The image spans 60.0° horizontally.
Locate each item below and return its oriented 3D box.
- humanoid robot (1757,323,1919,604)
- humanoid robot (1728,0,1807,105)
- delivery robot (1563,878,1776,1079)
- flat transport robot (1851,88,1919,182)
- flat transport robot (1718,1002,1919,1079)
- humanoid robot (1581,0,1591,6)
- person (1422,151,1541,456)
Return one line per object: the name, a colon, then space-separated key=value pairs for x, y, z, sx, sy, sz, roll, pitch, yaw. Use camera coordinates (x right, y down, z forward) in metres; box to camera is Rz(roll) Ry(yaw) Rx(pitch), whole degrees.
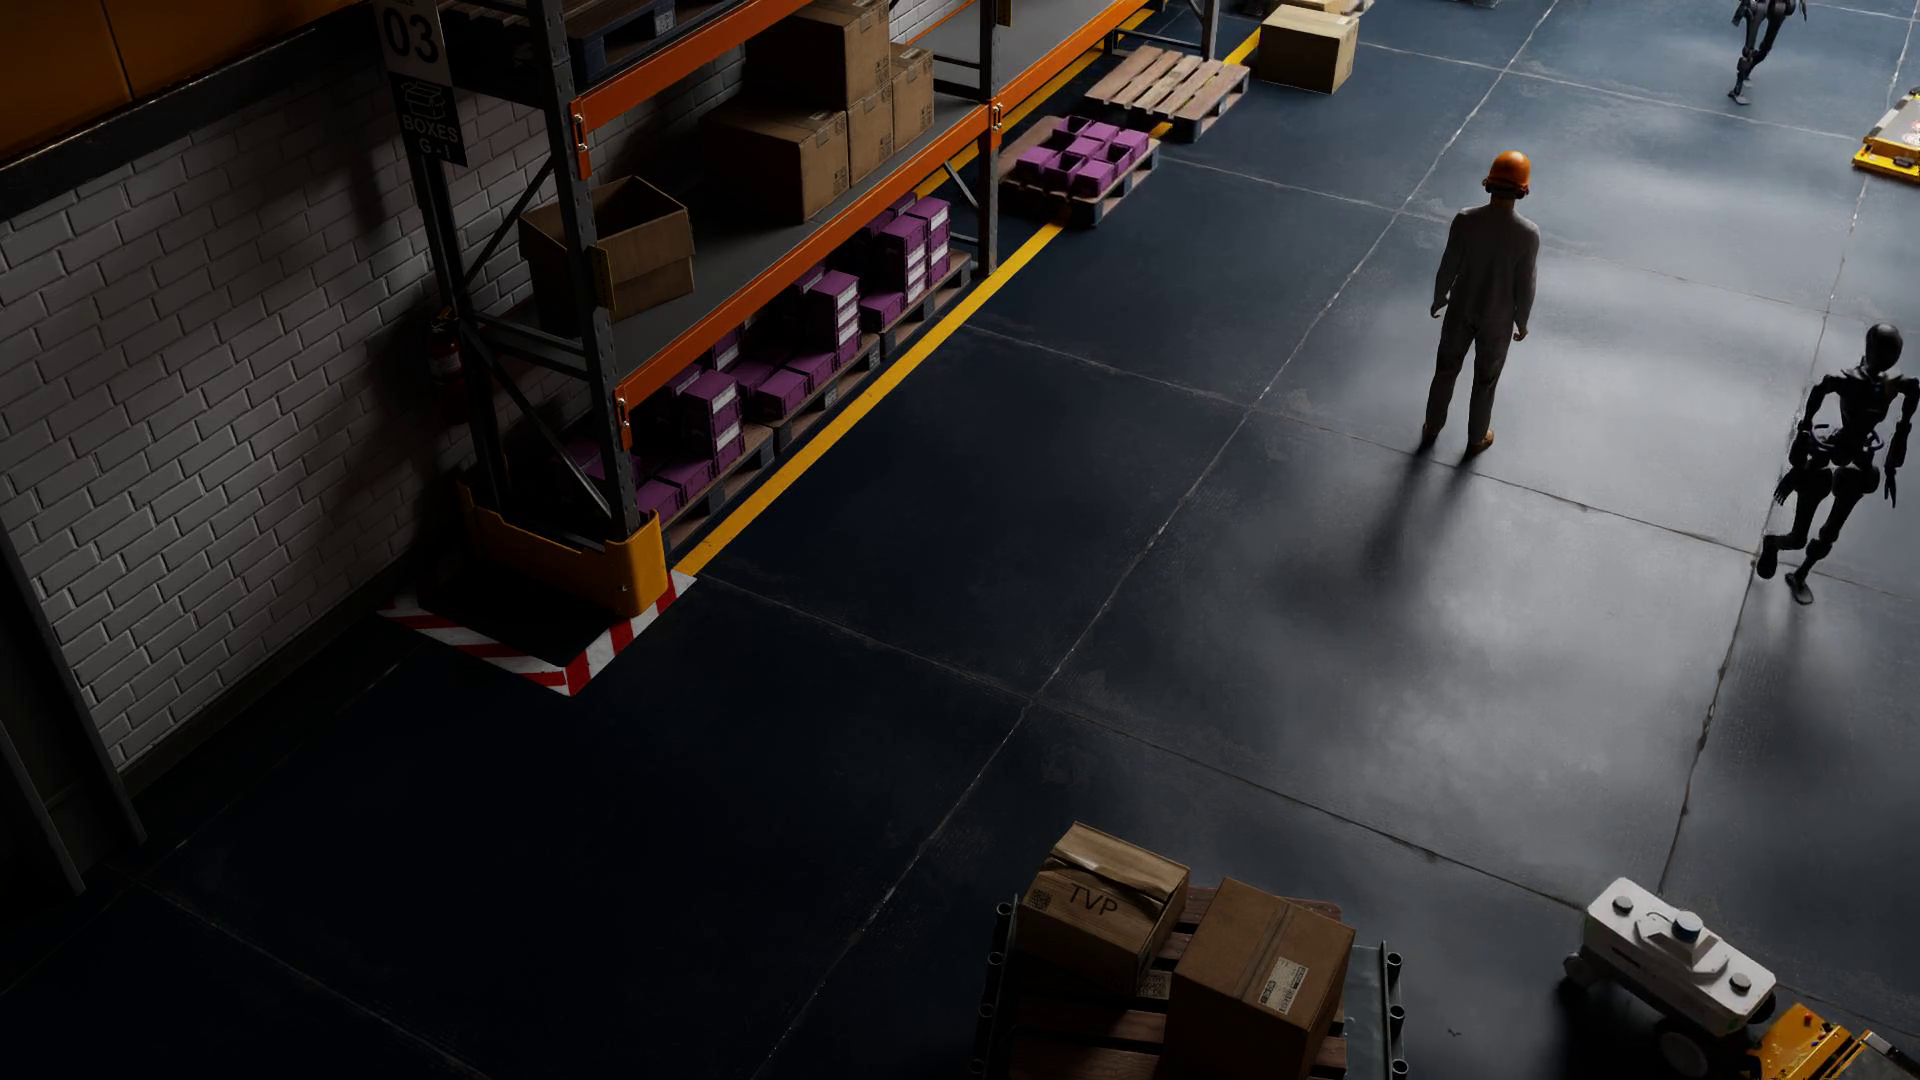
humanoid robot: x=4.546 y=-0.389 z=8.581 sx=0.588 sy=1.651 sz=0.387 roll=2 pitch=39 yaw=3
humanoid robot: x=6.697 y=-4.466 z=13.700 sx=0.587 sy=1.657 sz=0.598 roll=-1 pitch=39 yaw=-2
delivery robot: x=2.916 y=1.758 z=6.797 sx=0.499 sy=0.599 sz=0.797 roll=-29 pitch=47 yaw=-31
flat transport robot: x=7.680 y=-3.209 z=13.231 sx=0.659 sy=0.231 sz=1.431 roll=28 pitch=46 yaw=30
flat transport robot: x=3.642 y=2.373 z=6.253 sx=0.659 sy=0.231 sz=1.431 roll=-26 pitch=46 yaw=-29
humanoid robot: x=5.900 y=-5.780 z=15.350 sx=0.738 sy=1.884 sz=0.540 roll=-21 pitch=43 yaw=-24
person: x=3.009 y=-1.346 z=9.605 sx=0.566 sy=1.894 sz=0.369 roll=19 pitch=42 yaw=22
